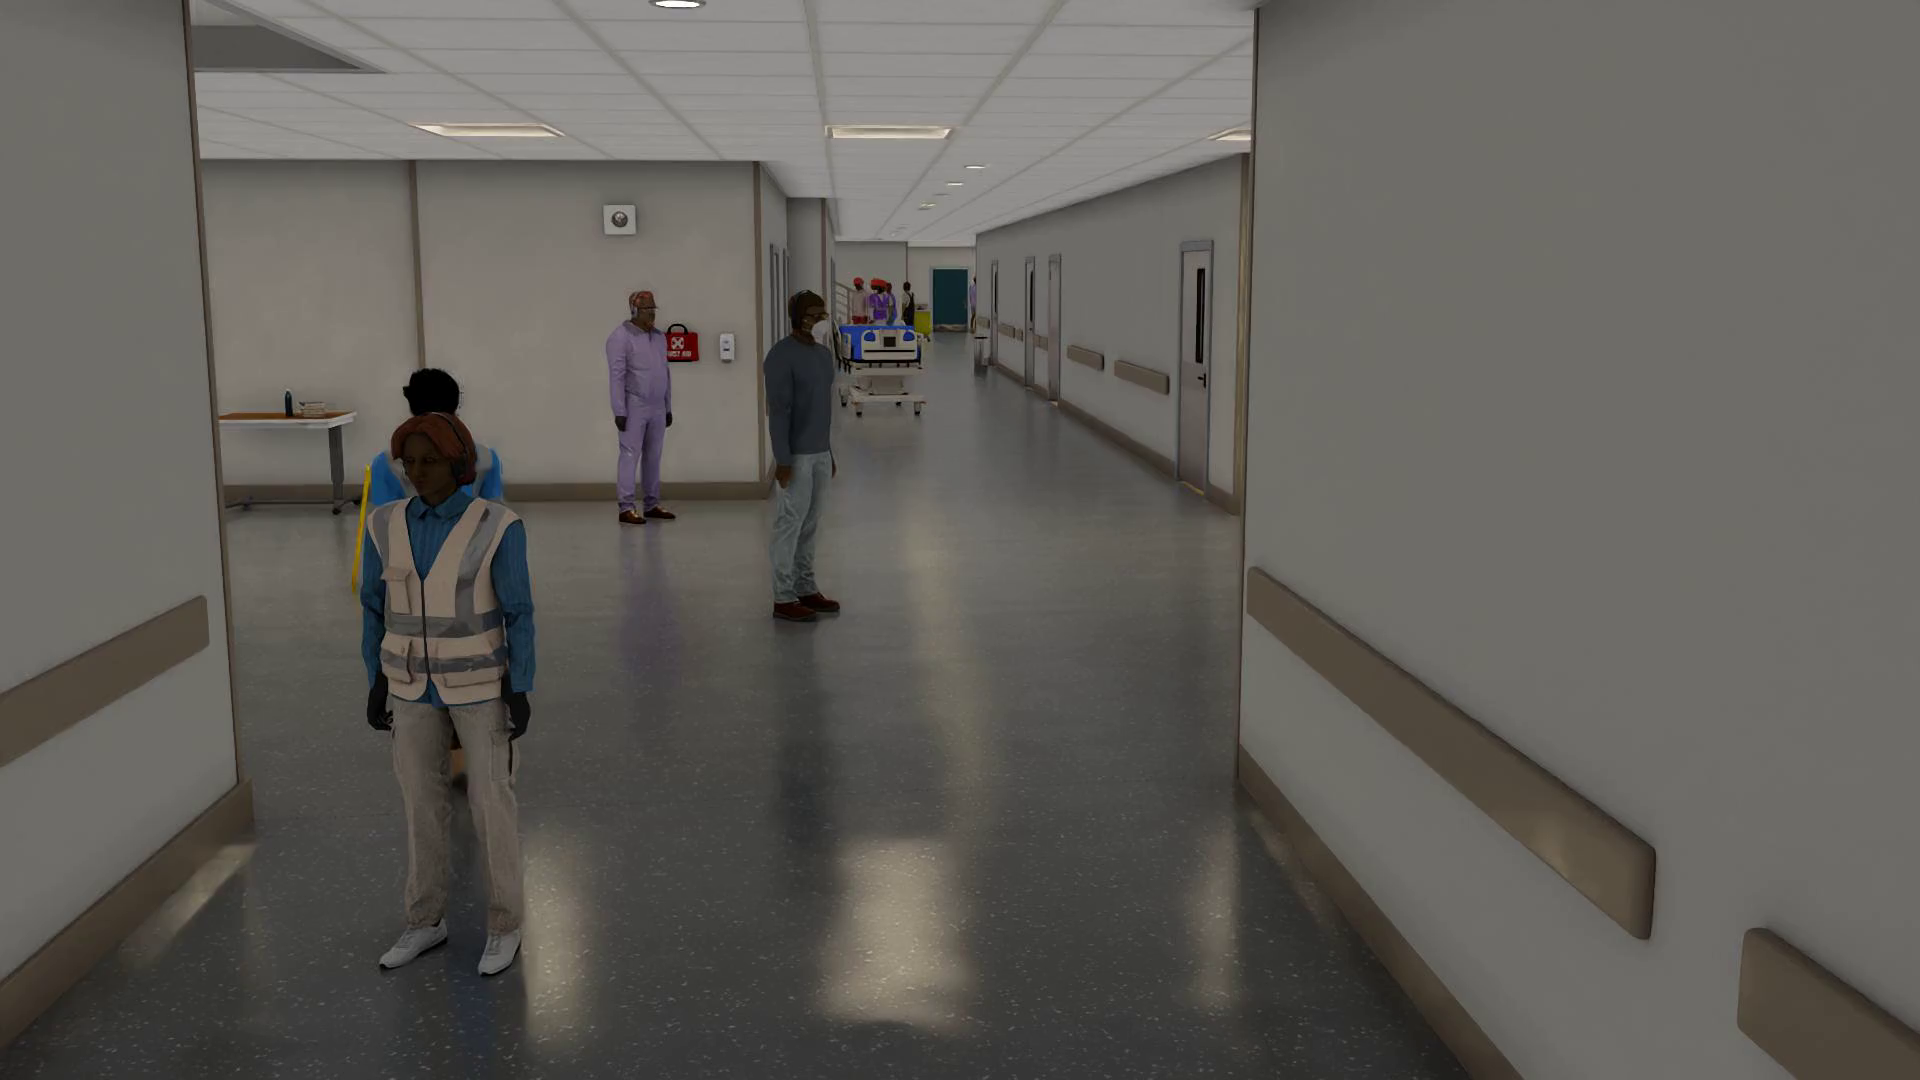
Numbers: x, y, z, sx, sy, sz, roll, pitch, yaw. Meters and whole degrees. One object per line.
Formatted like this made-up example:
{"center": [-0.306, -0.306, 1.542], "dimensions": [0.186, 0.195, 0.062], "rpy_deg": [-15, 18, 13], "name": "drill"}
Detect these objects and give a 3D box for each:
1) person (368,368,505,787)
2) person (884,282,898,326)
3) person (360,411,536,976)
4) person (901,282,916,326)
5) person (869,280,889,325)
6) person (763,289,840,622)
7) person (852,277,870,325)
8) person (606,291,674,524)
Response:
{"center": [-2.088, 0.138, 6.698], "dimensions": [0.541, 1.657, 0.856], "rpy_deg": [-7, 11, -38], "name": "person"}
{"center": [-1.799, -5.711, 42.867], "dimensions": [0.390, 1.837, 0.560], "rpy_deg": [-1, 9, -4], "name": "person"}
{"center": [-1.479, 0.446, 4.820], "dimensions": [0.525, 1.636, 0.307], "rpy_deg": [2, 9, 11], "name": "person"}
{"center": [-1.438, -6.227, 46.082], "dimensions": [0.338, 1.840, 0.512], "rpy_deg": [8, 12, 40], "name": "person"}
{"center": [-2.057, -5.622, 42.062], "dimensions": [0.566, 1.912, 0.562], "rpy_deg": [-7, 12, -39], "name": "person"}
{"center": [-0.924, -0.499, 9.811], "dimensions": [0.355, 1.938, 0.634], "rpy_deg": [4, 10, 23], "name": "person"}
{"center": [-2.622, -5.870, 43.459], "dimensions": [0.664, 1.956, 0.647], "rpy_deg": [6, 11, 32], "name": "person"}
{"center": [-2.589, -1.085, 13.631], "dimensions": [0.397, 1.899, 0.648], "rpy_deg": [6, 11, 32], "name": "person"}
